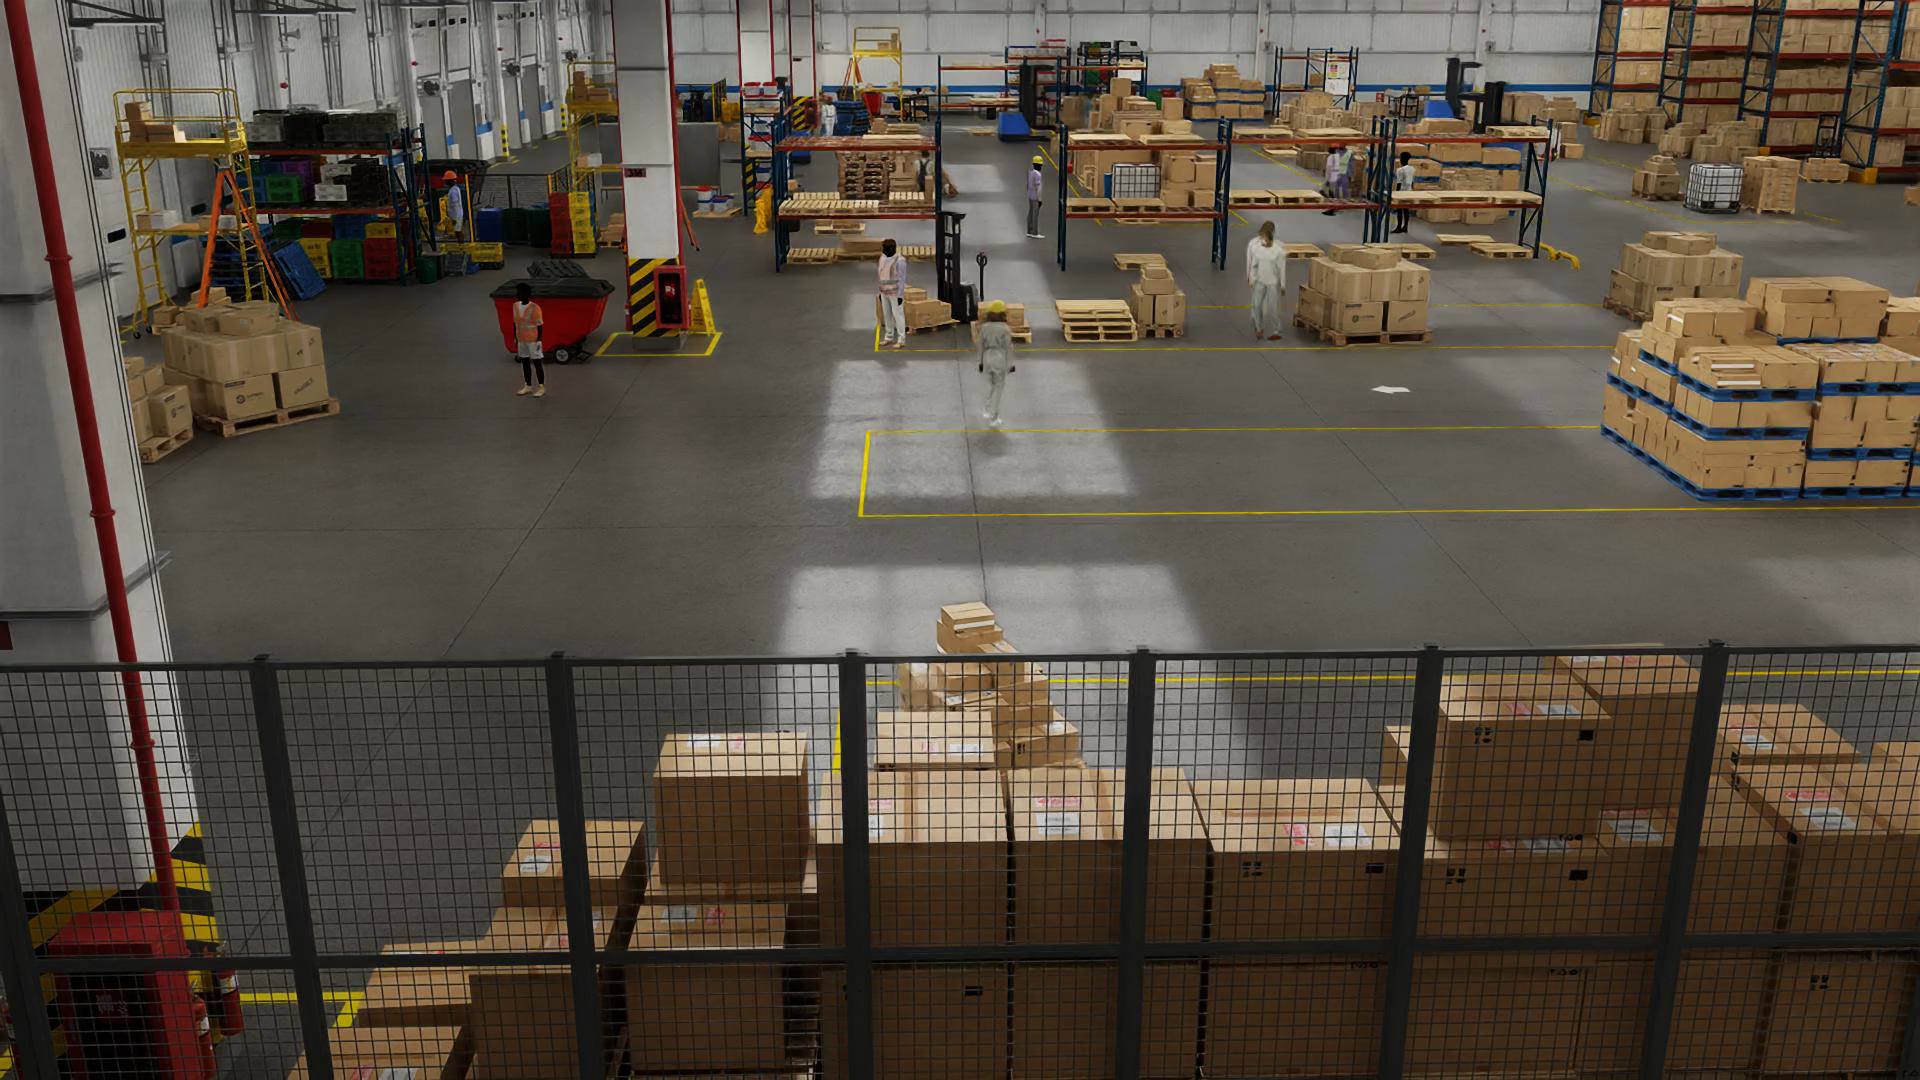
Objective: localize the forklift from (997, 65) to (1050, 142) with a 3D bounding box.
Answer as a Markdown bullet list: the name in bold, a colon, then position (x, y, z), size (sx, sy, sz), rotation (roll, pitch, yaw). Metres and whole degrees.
- **forklift**: position (2.415, -16.503, 62.828), size (1.873, 2.768, 1.129), rotation (-2, 19, -7)

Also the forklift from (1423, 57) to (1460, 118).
- **forklift**: position (20.270, -18.501, 68.755), size (1.873, 2.768, 1.129), rotation (2, 19, 5)

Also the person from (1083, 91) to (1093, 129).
- **person**: position (4.747, -15.794, 62.214), size (0.596, 1.918, 0.645), rotation (-6, 20, -18)

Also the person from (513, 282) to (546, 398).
- **person**: position (-6.335, -2.935, 24.402), size (0.538, 1.695, 0.319), rotation (10, 21, 28)

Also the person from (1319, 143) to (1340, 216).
- **person**: position (9.619, -9.403, 43.248), size (0.451, 1.916, 0.566), rotation (14, 23, 35)

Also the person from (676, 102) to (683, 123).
- **person**: position (-10.521, -15.388, 61.504), size (0.652, 1.598, 0.594), rotation (7, 20, 20)

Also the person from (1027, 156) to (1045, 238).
- **person**: position (1.806, -8.151, 39.520), size (0.384, 1.924, 0.594), rotation (-8, 20, -22)

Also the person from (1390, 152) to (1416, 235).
- **person**: position (10.676, -8.360, 40.081), size (0.613, 1.964, 0.361), rotation (-15, 24, -37)

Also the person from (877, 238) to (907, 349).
- **person**: position (-1.144, -4.100, 27.658), size (0.430, 1.834, 0.621), rotation (-16, 24, -39)

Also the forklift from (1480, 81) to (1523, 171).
- **forklift**: position (16.868, -13.122, 52.798), size (1.873, 2.768, 1.129), rotation (14, 23, 36)

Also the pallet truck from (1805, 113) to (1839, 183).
- **pallet truck**: position (26.403, -11.957, 50.702), size (0.823, 1.965, 1.885), rotation (6, 19, 16)

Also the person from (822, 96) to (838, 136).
- **person**: position (-4.688, -15.125, 60.299), size (0.615, 1.865, 0.526), rotation (-12, 22, -32)

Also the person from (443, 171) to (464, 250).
- **person**: position (-11.045, -7.090, 36.355), size (0.360, 1.939, 0.543), rotation (-4, 19, -11)

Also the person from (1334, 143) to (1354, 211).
- **person**: position (10.133, -9.704, 44.141), size (0.600, 1.916, 0.377), rotation (16, 24, 39)

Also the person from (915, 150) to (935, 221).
- **person**: position (-0.848, -9.111, 42.569), size (0.535, 1.792, 0.952), rotation (6, 20, 18)

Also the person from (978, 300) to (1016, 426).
- **person**: position (0.510, -2.437, 22.873), size (0.492, 1.729, 0.423), rotation (13, 23, 34)

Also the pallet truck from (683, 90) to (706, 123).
- **pallet truck**: position (-9.671, -15.907, 62.421), size (0.823, 1.965, 1.885), rotation (5, 19, 15)

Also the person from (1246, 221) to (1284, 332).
- **person**: position (5.366, -4.624, 29.073), size (0.648, 1.911, 0.737), rotation (10, 21, 28)

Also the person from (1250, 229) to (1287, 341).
- **person**: position (5.237, -4.337, 28.264), size (0.632, 1.904, 0.511), rotation (16, 25, 40)

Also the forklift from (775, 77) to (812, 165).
- **forklift**: position (-5.917, -13.894, 55.089), size (1.873, 2.768, 1.129), rotation (-1, 19, -1)

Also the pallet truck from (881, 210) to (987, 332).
- **pallet truck**: position (-0.493, -4.759, 29.349), size (1.885, 1.965, 0.823), rotation (-13, 23, -34)
